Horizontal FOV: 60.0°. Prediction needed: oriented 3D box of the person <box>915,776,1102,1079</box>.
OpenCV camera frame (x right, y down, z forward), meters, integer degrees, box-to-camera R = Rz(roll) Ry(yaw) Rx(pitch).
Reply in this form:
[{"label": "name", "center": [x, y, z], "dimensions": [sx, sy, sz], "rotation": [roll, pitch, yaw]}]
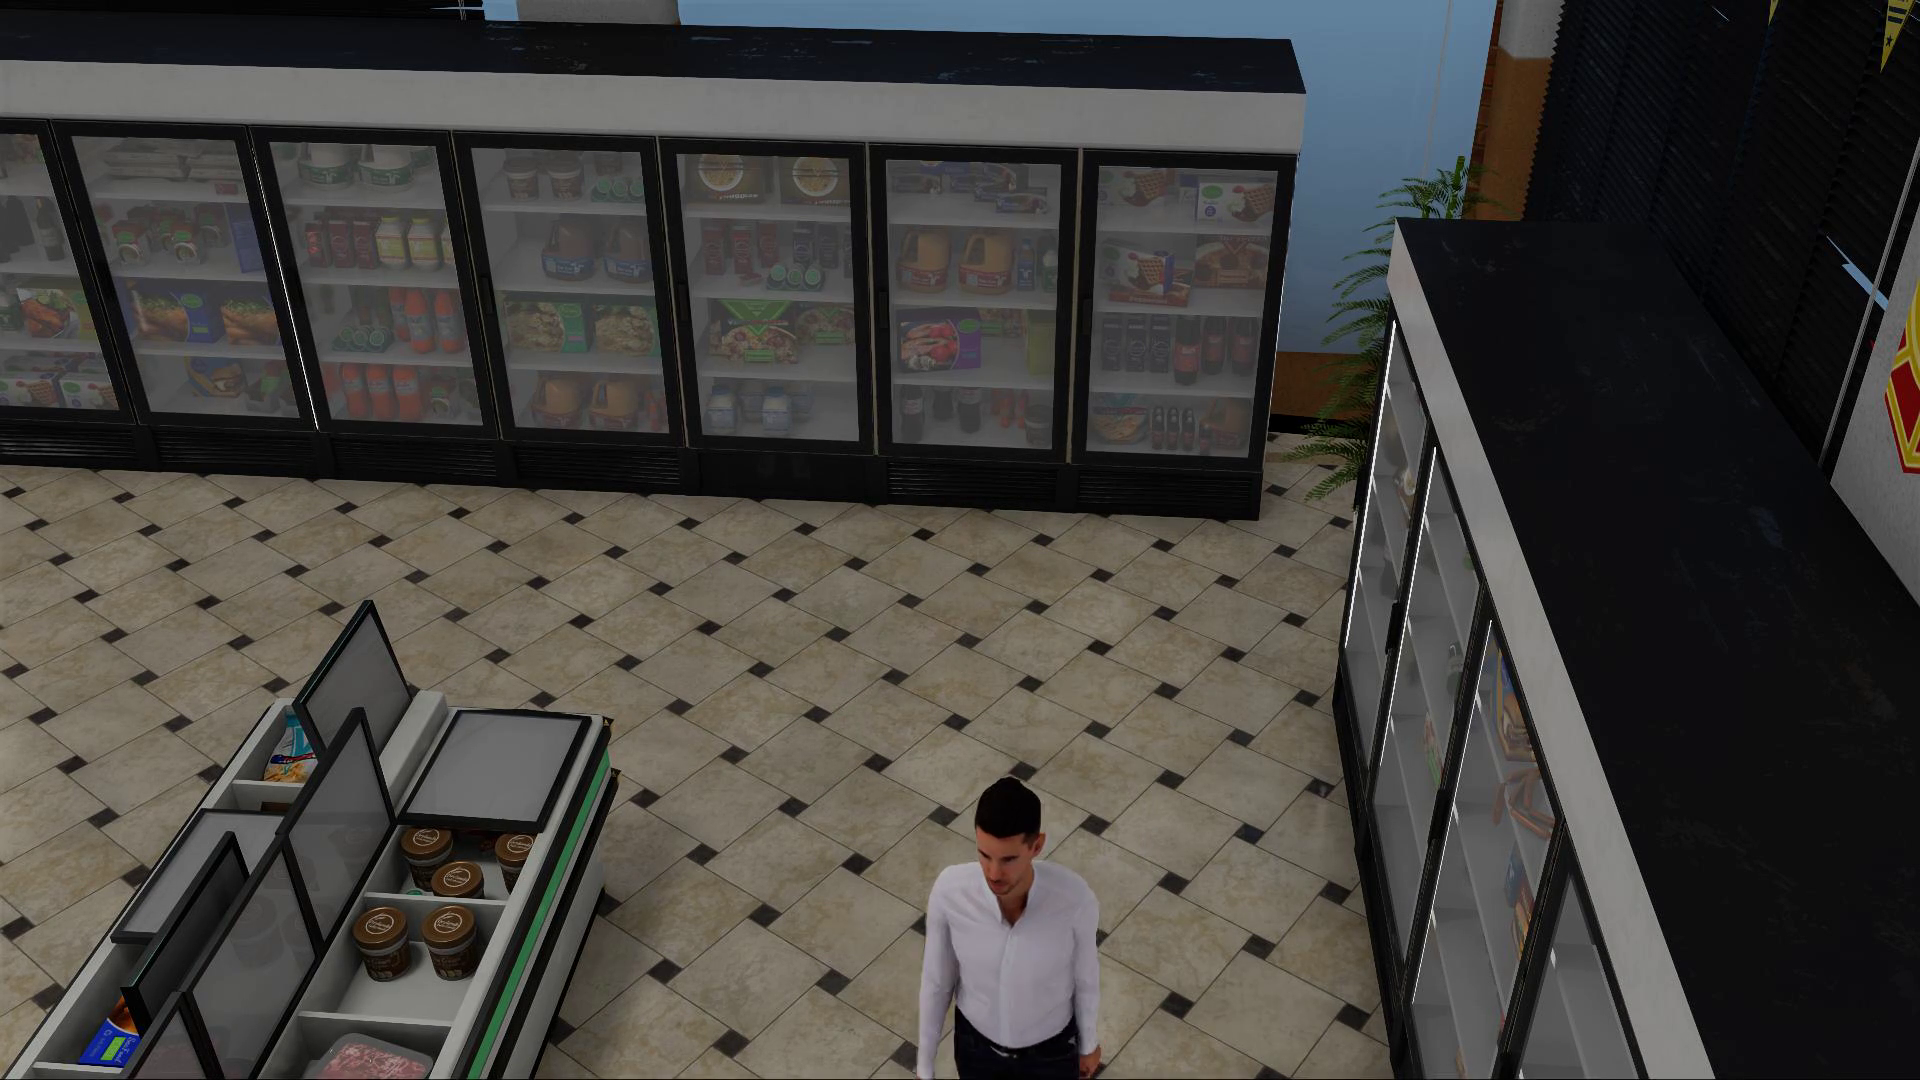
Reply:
[{"label": "person", "center": [0.176, 1.350, 4.759], "dimensions": [0.710, 1.844, 0.814], "rotation": [7, 33, 11]}]
